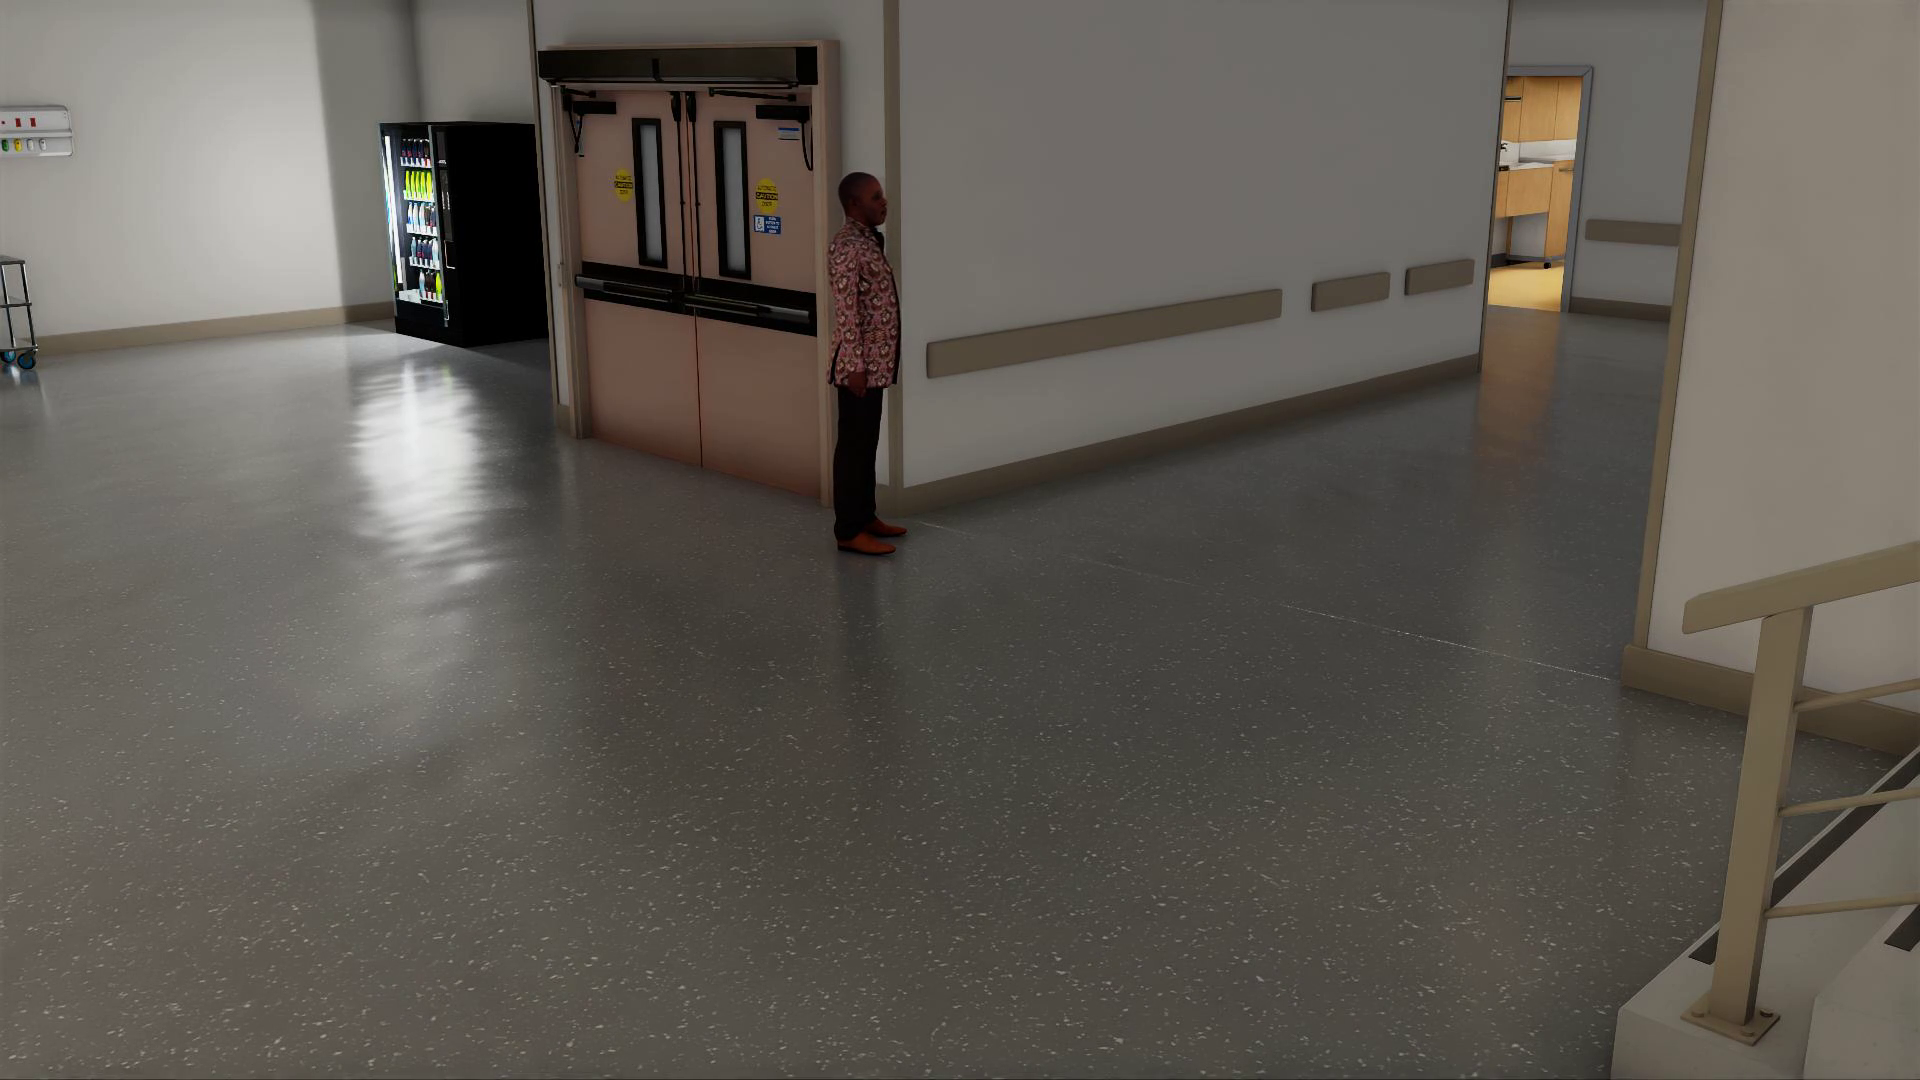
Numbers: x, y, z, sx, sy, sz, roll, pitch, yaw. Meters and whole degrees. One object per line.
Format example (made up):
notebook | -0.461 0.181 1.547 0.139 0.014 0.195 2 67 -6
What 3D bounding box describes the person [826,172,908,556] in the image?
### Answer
person | -0.485 -0.862 8.059 0.795 1.808 0.773 3 16 9
